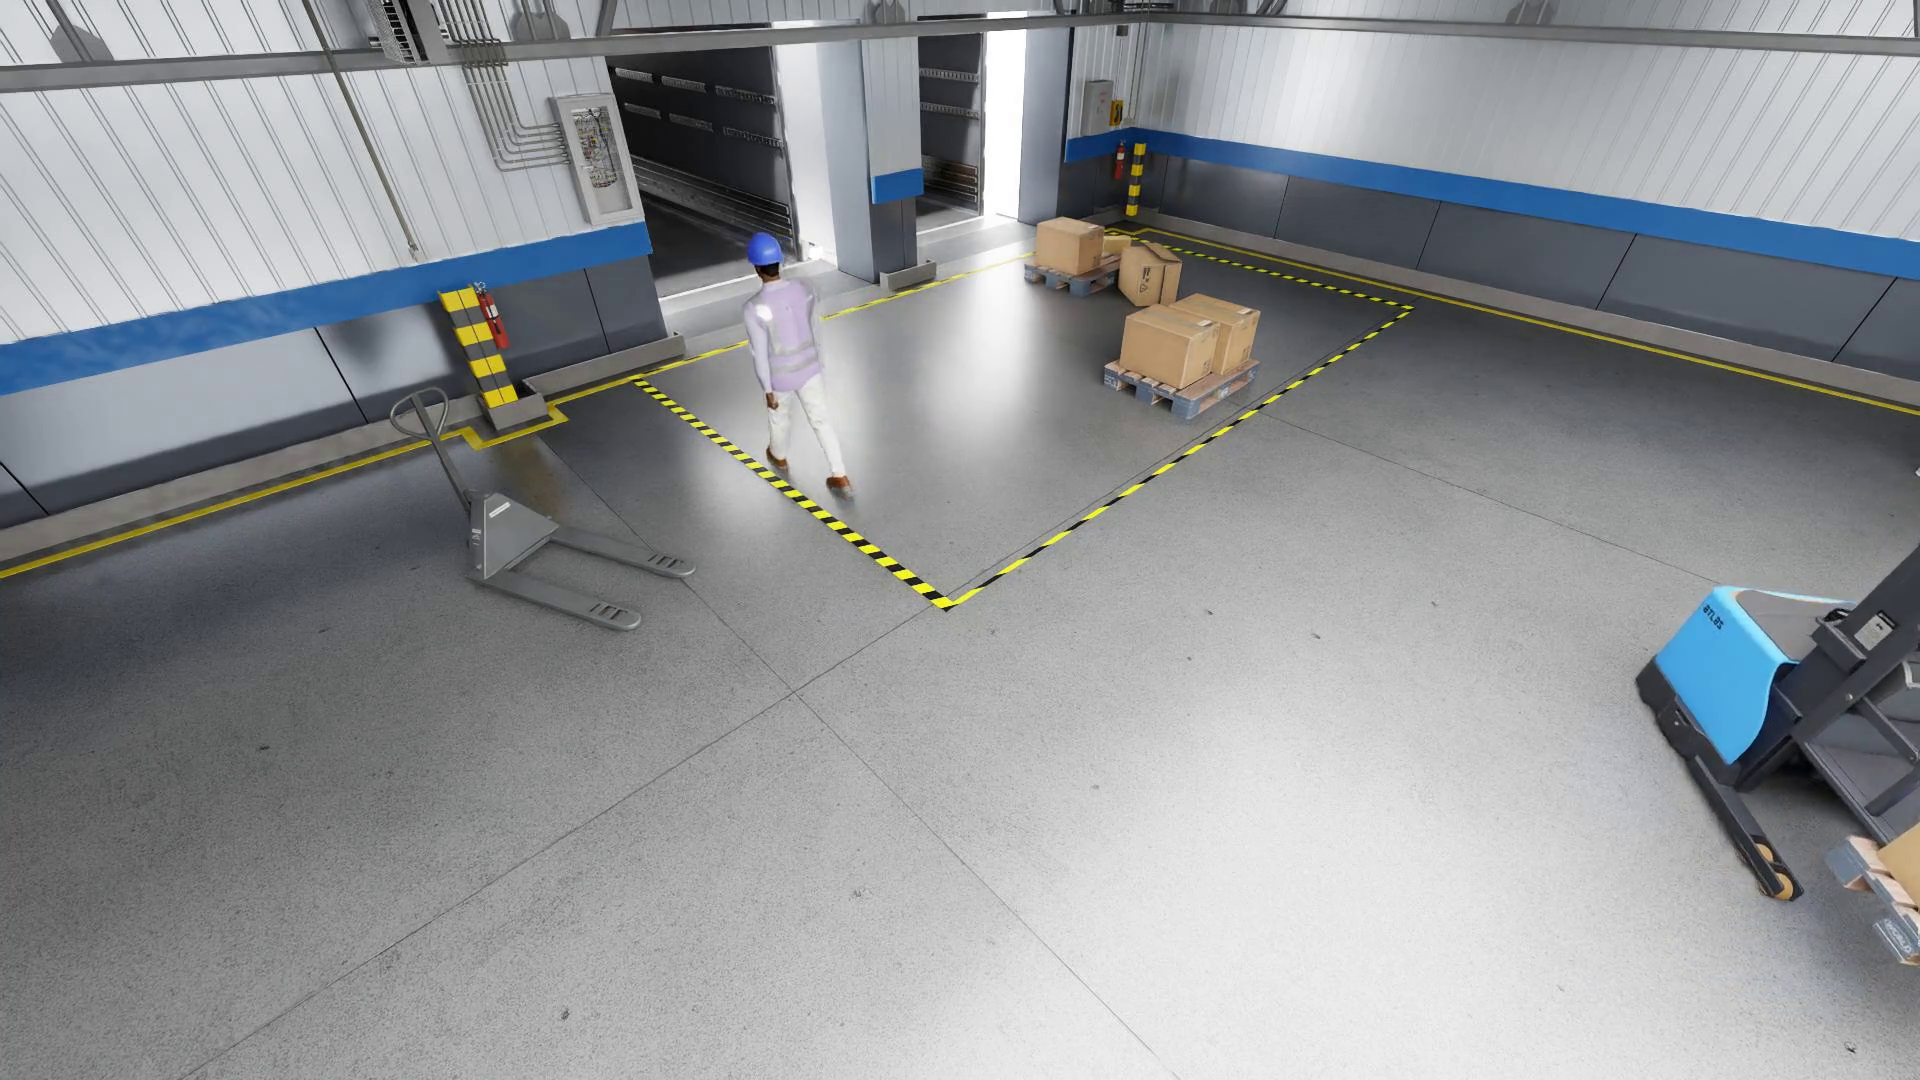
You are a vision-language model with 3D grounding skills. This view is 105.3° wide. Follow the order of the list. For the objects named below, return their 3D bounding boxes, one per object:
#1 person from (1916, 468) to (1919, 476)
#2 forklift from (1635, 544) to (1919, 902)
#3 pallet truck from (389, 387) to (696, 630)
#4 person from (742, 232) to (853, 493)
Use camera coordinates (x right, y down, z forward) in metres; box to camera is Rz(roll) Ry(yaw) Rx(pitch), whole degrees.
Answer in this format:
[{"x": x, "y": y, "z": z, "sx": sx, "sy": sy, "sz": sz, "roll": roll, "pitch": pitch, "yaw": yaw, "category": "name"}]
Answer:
[{"x": 7.923, "y": -1.158, "z": 5.358, "sx": 0.485, "sy": 1.744, "sz": 0.294, "roll": 2, "pitch": 38, "yaw": 3, "category": "person"}, {"x": 4.090, "y": 0.327, "z": 3.195, "sx": 0.716, "sy": 2.013, "sz": 0.776, "roll": 8, "pitch": 38, "yaw": 10, "category": "forklift"}, {"x": -2.613, "y": -0.247, "z": 4.593, "sx": 1.601, "sy": 1.201, "sz": 0.680, "roll": 14, "pitch": 40, "yaw": 17, "category": "pallet truck"}, {"x": -1.239, "y": -1.245, "z": 5.354, "sx": 0.619, "sy": 1.898, "sz": 1.020, "roll": -28, "pitch": 45, "yaw": -31, "category": "person"}]
